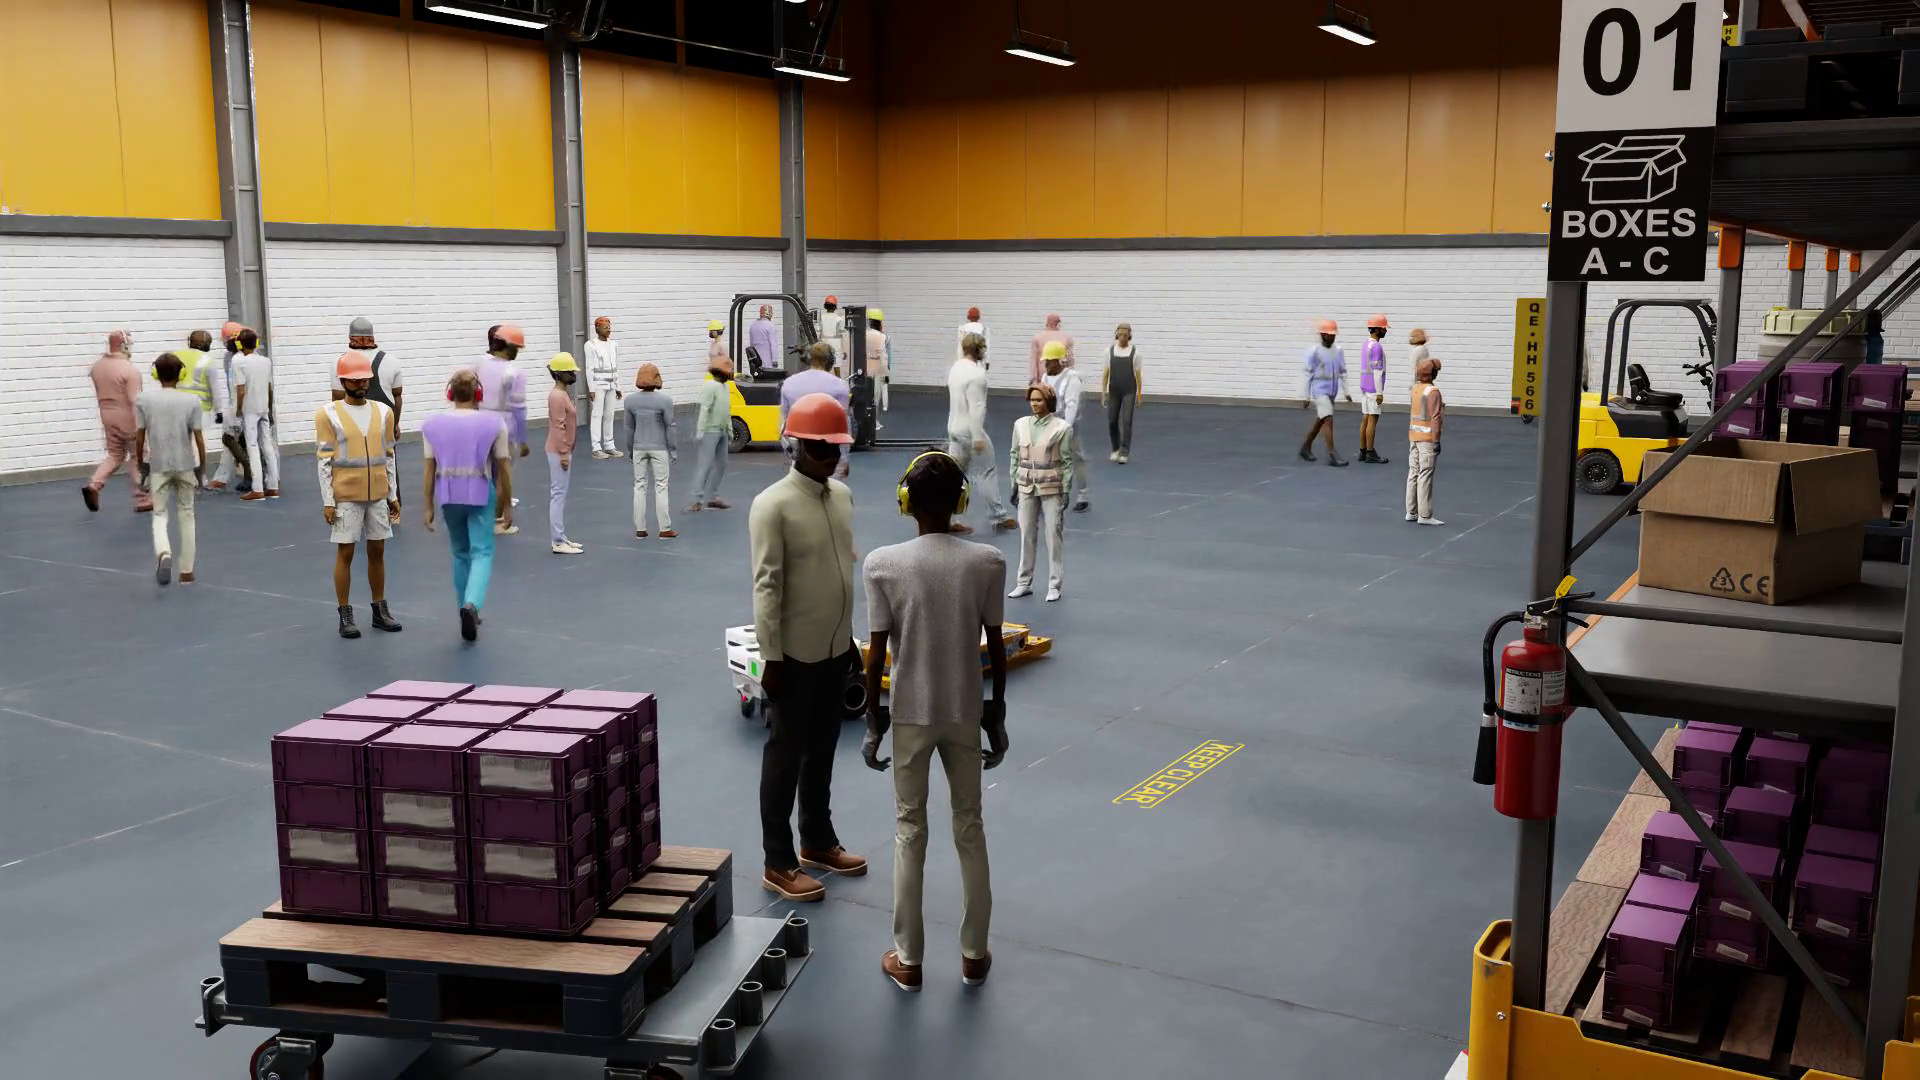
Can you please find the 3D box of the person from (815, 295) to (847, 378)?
[{"bbox_3d":[-2.468,-3.653,31.812,0.616,2.041,0.379,0,9,2],"label":"person"}]

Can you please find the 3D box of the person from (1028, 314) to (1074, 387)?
[{"bbox_3d":[1.363,-2.444,24.915,0.688,1.857,1.022,0,9,2],"label":"person"}]

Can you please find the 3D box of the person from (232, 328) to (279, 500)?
[{"bbox_3d":[-7.669,-1.358,18.047,0.327,1.865,0.514,4,10,24],"label":"person"}]

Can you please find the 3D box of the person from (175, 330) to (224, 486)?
[{"bbox_3d":[-8.843,-1.521,19.260,0.650,1.810,0.468,3,9,16],"label":"person"}]

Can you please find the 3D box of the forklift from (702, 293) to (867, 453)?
[{"bbox_3d":[-2.458,-2.344,23.176,2.313,2.155,1.214,0,9,-2],"label":"forklift"}]

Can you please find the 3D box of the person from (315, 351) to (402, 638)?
[{"bbox_3d":[-4.062,-0.312,11.289,0.546,1.938,0.360,-9,13,-44],"label":"person"}]

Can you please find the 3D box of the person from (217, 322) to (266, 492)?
[{"bbox_3d":[-8.040,-1.480,18.631,0.449,1.915,0.585,-1,9,-7],"label":"person"}]

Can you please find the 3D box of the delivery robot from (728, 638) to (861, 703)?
[{"bbox_3d":[-0.910,0.672,9.157,0.707,0.478,0.477,-6,11,-34],"label":"delivery robot"}]

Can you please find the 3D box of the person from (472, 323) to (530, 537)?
[{"bbox_3d":[-4.282,-0.992,15.349,0.662,2.005,0.653,5,11,30],"label":"person"}]

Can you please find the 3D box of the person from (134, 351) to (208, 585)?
[{"bbox_3d":[-6.161,-0.544,12.987,0.528,1.859,0.610,-3,10,-21],"label":"person"}]

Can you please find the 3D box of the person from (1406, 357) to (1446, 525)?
[{"bbox_3d":[4.559,-0.967,16.292,0.307,1.644,0.521,-2,9,-11],"label":"person"}]

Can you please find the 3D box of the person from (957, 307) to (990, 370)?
[{"bbox_3d":[0.222,-3.194,29.516,0.610,1.850,0.879,-1,9,-8],"label":"person"}]

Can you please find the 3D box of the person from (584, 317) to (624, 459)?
[{"bbox_3d":[-4.737,-2.024,22.149,0.355,1.882,0.576,5,11,31],"label":"person"}]

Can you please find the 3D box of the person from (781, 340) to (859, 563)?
[{"bbox_3d":[-1.184,-0.700,13.846,0.637,1.909,0.664,3,9,16],"label":"person"}]

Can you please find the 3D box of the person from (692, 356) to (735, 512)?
[{"bbox_3d":[-2.552,-1.093,17.183,0.391,1.604,0.644,3,10,19],"label":"person"}]

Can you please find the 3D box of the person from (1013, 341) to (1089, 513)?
[{"bbox_3d":[0.989,-1.125,16.875,0.955,1.765,0.610,-7,12,-39],"label":"person"}]

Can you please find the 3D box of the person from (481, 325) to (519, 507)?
[{"bbox_3d":[-4.906,-1.308,17.580,0.390,1.914,0.587,-1,9,-7],"label":"person"}]

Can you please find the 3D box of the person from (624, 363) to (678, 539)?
[{"bbox_3d":[-2.853,-0.817,15.381,0.501,1.636,0.280,2,9,12],"label":"person"}]

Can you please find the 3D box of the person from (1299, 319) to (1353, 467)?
[{"bbox_3d":[4.677,-1.906,21.429,0.553,1.887,1.016,-6,11,-32],"label":"person"}]

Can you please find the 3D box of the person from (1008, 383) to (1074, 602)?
[{"bbox_3d":[0.608,-0.360,12.510,0.512,1.642,0.312,5,10,29],"label":"person"}]

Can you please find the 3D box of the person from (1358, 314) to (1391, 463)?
[{"bbox_3d":[5.384,-1.963,21.594,0.355,1.938,0.545,-1,9,-4],"label":"person"}]

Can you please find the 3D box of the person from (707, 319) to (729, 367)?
[{"bbox_3d":[-3.643,-2.435,25.071,0.330,1.769,0.526,-5,10,-30],"label":"person"}]

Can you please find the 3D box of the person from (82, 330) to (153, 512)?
[{"bbox_3d":[-8.560,-1.196,16.949,0.652,1.888,0.725,4,10,23],"label":"person"}]

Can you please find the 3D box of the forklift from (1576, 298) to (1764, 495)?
[{"bbox_3d":[7.954,-1.589,18.462,2.313,2.155,1.214,5,11,30],"label":"forklift"}]

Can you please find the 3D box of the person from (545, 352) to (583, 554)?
[{"bbox_3d":[-3.486,-0.765,14.649,0.325,1.769,0.524,-2,9,-10],"label":"person"}]

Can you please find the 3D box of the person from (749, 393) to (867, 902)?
[{"bbox_3d":[-0.583,0.411,6.606,0.396,1.990,0.622,5,10,29],"label":"person"}]

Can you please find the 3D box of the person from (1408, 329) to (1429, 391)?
[{"bbox_3d":[6.947,-2.379,25.206,0.417,1.611,0.494,7,12,38],"label":"person"}]

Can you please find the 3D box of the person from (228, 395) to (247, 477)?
[{"bbox_3d":[-8.678,-1.612,20.143,0.321,1.699,0.536,-1,9,-8],"label":"person"}]

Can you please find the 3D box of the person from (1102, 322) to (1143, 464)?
[{"bbox_3d":[2.118,-1.907,21.613,0.520,1.853,0.546,3,9,16],"label":"person"}]

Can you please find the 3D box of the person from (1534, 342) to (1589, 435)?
[{"bbox_3d":[8.976,-2.351,24.515,0.957,1.778,0.606,9,13,44],"label":"person"}]

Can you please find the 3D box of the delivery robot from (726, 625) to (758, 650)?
[{"bbox_3d":[-0.996,0.592,9.655,0.707,0.478,0.477,-7,12,-37],"label":"delivery robot"}]

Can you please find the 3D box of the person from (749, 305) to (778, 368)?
[{"bbox_3d":[-3.451,-3.225,29.592,0.643,1.902,0.400,9,13,43],"label":"person"}]

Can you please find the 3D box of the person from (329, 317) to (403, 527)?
[{"bbox_3d":[-5.799,-1.153,16.216,0.682,2.000,0.536,-6,11,-35],"label":"person"}]

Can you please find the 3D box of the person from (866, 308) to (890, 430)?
[{"bbox_3d":[-1.296,-2.659,26.013,0.625,1.906,0.629,-7,11,-37],"label":"person"}]

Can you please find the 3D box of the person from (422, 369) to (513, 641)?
[{"bbox_3d":[-3.332,-0.239,11.231,0.575,1.821,0.812,0,9,-2],"label":"person"}]

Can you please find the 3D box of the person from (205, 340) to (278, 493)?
[{"bbox_3d":[-8.091,-1.464,18.585,0.652,1.893,0.950,6,11,31],"label":"person"}]

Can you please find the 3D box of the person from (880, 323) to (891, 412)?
[{"bbox_3d":[-1.472,-3.088,29.545,0.521,1.640,0.306,-4,10,-23],"label":"person"}]

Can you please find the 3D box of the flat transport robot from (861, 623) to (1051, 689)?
[{"bbox_3d":[-0.087,0.682,10.269,0.652,0.197,1.431,6,11,34],"label":"flat transport robot"}]

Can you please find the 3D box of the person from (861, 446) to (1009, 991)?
[{"bbox_3d":[-0.086,0.616,5.709,0.514,1.873,0.328,-2,9,-11],"label":"person"}]

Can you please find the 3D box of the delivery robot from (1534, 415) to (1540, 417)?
[{"bbox_3d":[9.560,-2.195,27.050,0.477,0.478,0.707,-3,10,-16],"label":"delivery robot"}]

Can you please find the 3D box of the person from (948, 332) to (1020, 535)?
[{"bbox_3d":[0.215,-0.992,15.621,0.900,1.905,0.655,-4,10,-26],"label":"person"}]
